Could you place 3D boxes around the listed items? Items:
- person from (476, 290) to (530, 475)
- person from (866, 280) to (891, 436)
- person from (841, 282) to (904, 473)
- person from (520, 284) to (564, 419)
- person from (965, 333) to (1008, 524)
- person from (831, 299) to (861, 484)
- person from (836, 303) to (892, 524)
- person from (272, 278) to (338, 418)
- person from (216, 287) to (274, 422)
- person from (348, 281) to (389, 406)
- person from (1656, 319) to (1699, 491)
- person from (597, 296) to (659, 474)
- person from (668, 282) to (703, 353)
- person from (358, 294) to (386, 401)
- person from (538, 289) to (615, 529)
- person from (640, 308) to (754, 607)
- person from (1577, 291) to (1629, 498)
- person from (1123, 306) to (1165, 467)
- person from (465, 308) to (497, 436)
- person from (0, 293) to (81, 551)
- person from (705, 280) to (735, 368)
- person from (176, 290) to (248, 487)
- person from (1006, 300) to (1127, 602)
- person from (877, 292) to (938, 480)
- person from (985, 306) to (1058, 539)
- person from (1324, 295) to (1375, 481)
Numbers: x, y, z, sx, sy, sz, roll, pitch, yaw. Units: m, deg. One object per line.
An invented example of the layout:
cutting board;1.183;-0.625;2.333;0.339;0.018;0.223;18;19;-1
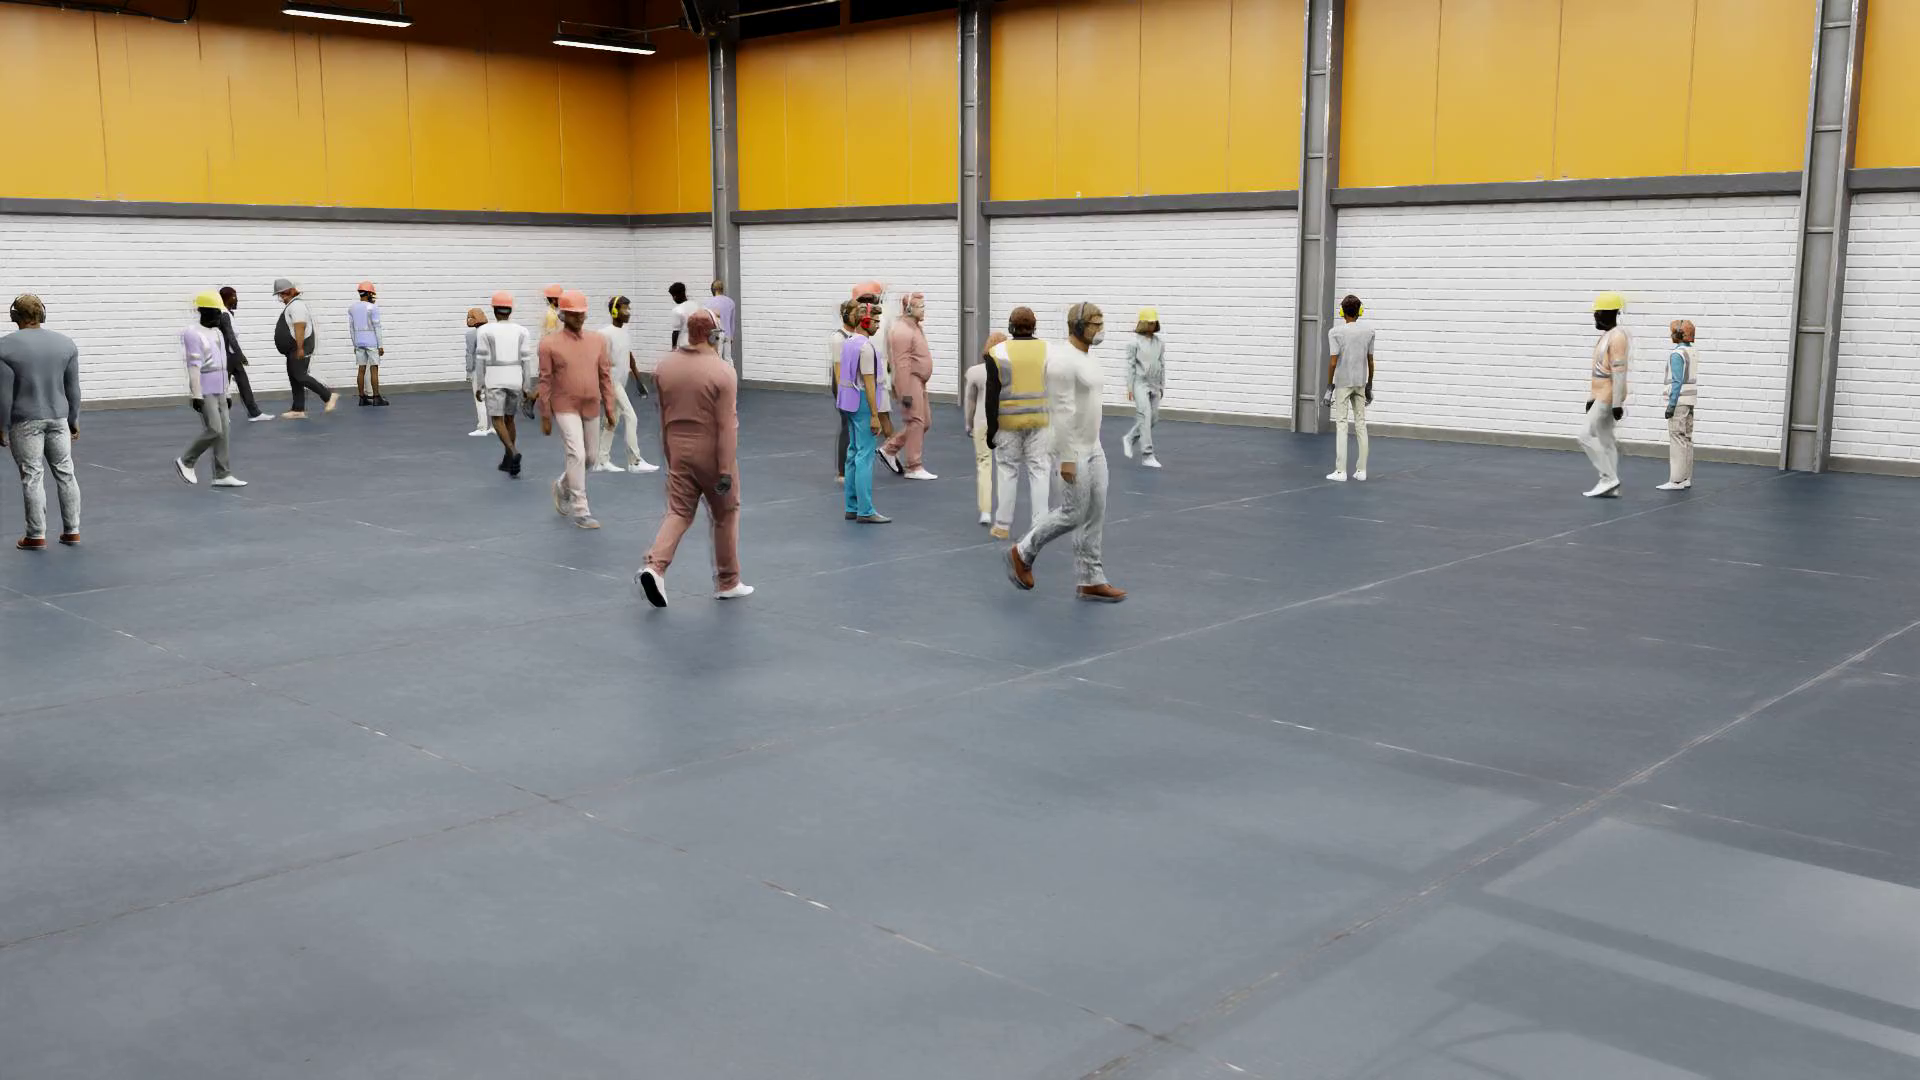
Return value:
person;-4.670;-1.618;17.132;0.544;1.913;0.849;-6;11;-33
person;-1.098;-2.276;20.956;0.527;1.970;0.631;-3;10;-18
person;-0.887;-1.675;17.261;0.626;2.003;0.851;-4;10;-25
person;-5.699;-2.593;23.117;0.832;1.915;0.548;-2;9;-11
person;0.292;-0.946;13.988;0.500;1.588;0.858;0;9;2
person;-1.039;-1.434;16.261;0.415;1.823;0.542;4;10;23
person;-0.825;-1.056;13.907;0.389;1.837;0.563;-4;10;-23
person;-9.345;-2.744;23.635;0.734;2.000;0.742;-5;10;-28
person;-10.047;-2.556;22.999;0.870;1.878;0.596;-3;10;-17
person;-9.153;-3.028;25.728;0.543;1.927;0.375;3;10;17
person;6.904;-1.291;15.955;0.310;1.638;0.522;8;12;40
person;-3.437;-1.598;17.265;0.850;1.835;0.512;1;9;8
person;-4.045;-2.945;25.262;0.775;1.930;0.376;-9;13;-43
person;-9.514;-3.146;26.758;0.404;1.827;0.591;-7;12;-38
person;-3.217;-1.099;13.799;0.610;1.964;0.877;-8;12;-41
person;-1.667;-0.512;10.445;0.635;1.883;0.849;5;10;27
person;5.932;-1.328;15.345;0.438;1.908;0.599;3;10;18
person;1.981;-1.669;18.034;0.489;1.723;0.708;-6;11;-32
person;-6.104;-2.138;21.199;0.288;1.626;0.497;4;10;24
person;-6.967;-0.888;12.571;0.373;1.940;0.629;7;12;37
person;-4.022;-3.387;27.894;0.351;1.936;0.635;7;11;36
person;-7.266;-1.451;16.075;0.545;1.912;0.614;1;9;3
person;0.702;-0.558;10.585;0.710;1.924;0.640;5;10;26
person;-0.519;-1.541;16.724;0.547;1.886;0.660;1;9;9
person;0.491;-0.900;12.974;0.631;1.844;0.442;-2;9;-10
person;3.890;-1.514;16.643;0.513;1.864;0.331;-2;9;-12
